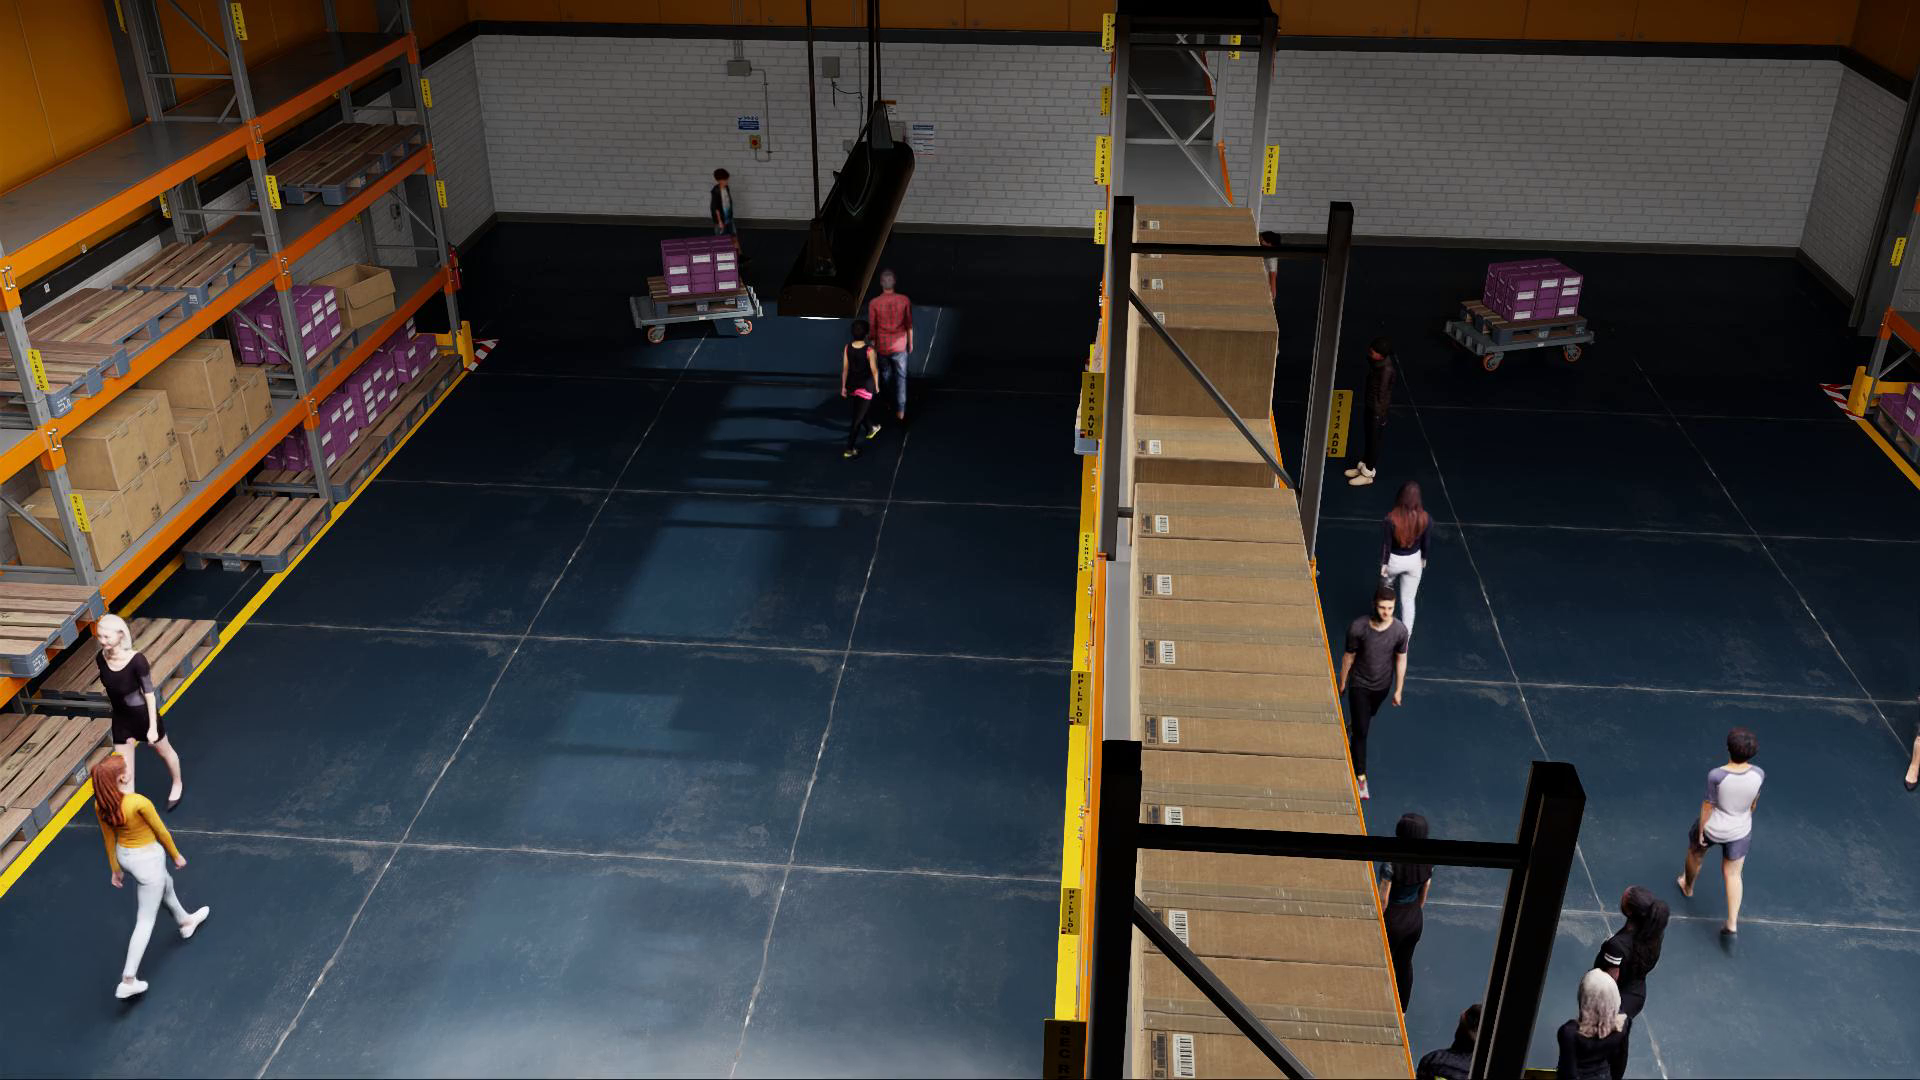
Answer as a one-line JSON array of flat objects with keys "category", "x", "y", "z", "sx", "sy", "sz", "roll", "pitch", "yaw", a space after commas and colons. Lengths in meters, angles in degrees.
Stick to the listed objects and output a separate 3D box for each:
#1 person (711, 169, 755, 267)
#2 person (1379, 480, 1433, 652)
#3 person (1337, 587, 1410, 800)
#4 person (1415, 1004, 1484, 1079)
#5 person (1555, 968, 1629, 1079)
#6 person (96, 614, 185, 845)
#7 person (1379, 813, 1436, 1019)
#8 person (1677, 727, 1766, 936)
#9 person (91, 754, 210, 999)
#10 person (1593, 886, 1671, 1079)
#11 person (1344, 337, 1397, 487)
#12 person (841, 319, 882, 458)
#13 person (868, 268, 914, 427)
[{"category": "person", "x": -3.460, "y": -4.626, "z": 23.941, "sx": 0.873, "sy": 1.410, "sz": 0.964, "roll": 16, "pitch": 32, "yaw": 27}, {"category": "person", "x": 3.951, "y": 0.264, "z": 14.811, "sx": 0.669, "sy": 1.568, "sz": 1.108, "roll": 1, "pitch": 29, "yaw": 2}, {"category": "person", "x": 3.227, "y": 1.094, "z": 13.131, "sx": 0.687, "sy": 1.720, "sz": 1.204, "roll": 1, "pitch": 29, "yaw": 1}, {"category": "person", "x": 2.701, "y": 3.315, "z": 8.951, "sx": 0.773, "sy": 1.824, "sz": 1.120, "roll": 4, "pitch": 29, "yaw": 8}, {"category": "person", "x": 3.518, "y": 3.188, "z": 9.307, "sx": 0.873, "sy": 1.706, "sz": 1.219, "roll": -7, "pitch": 29, "yaw": -12}, {"category": "person", "x": -6.183, "y": 1.323, "z": 12.630, "sx": 0.618, "sy": 1.798, "sz": 1.050, "roll": 3, "pitch": 29, "yaw": 5}, {"category": "person", "x": 2.795, "y": 2.452, "z": 10.624, "sx": 0.633, "sy": 1.737, "sz": 0.634, "roll": -11, "pitch": 31, "yaw": -20}, {"category": "person", "x": 5.359, "y": 2.043, "z": 11.584, "sx": 0.562, "sy": 1.536, "sz": 0.966, "roll": 3, "pitch": 29, "yaw": 6}, {"category": "person", "x": -5.472, "y": 2.238, "z": 11.048, "sx": 0.725, "sy": 1.707, "sz": 1.255, "roll": 8, "pitch": 30, "yaw": 14}, {"category": "person", "x": 3.960, "y": 2.777, "z": 10.035, "sx": 0.713, "sy": 1.731, "sz": 0.755, "roll": -18, "pitch": 33, "yaw": -29}, {"category": "person", "x": 4.450, "y": -1.387, "z": 17.741, "sx": 0.662, "sy": 1.661, "sz": 0.592, "roll": 15, "pitch": 32, "yaw": 26}, {"category": "person", "x": -1.144, "y": -1.647, "z": 18.381, "sx": 0.846, "sy": 1.506, "sz": 1.108, "roll": 15, "pitch": 32, "yaw": 26}, {"category": "person", "x": -0.772, "y": -2.180, "z": 19.055, "sx": 0.835, "sy": 1.795, "sz": 1.256, "roll": -2, "pitch": 29, "yaw": -5}]
